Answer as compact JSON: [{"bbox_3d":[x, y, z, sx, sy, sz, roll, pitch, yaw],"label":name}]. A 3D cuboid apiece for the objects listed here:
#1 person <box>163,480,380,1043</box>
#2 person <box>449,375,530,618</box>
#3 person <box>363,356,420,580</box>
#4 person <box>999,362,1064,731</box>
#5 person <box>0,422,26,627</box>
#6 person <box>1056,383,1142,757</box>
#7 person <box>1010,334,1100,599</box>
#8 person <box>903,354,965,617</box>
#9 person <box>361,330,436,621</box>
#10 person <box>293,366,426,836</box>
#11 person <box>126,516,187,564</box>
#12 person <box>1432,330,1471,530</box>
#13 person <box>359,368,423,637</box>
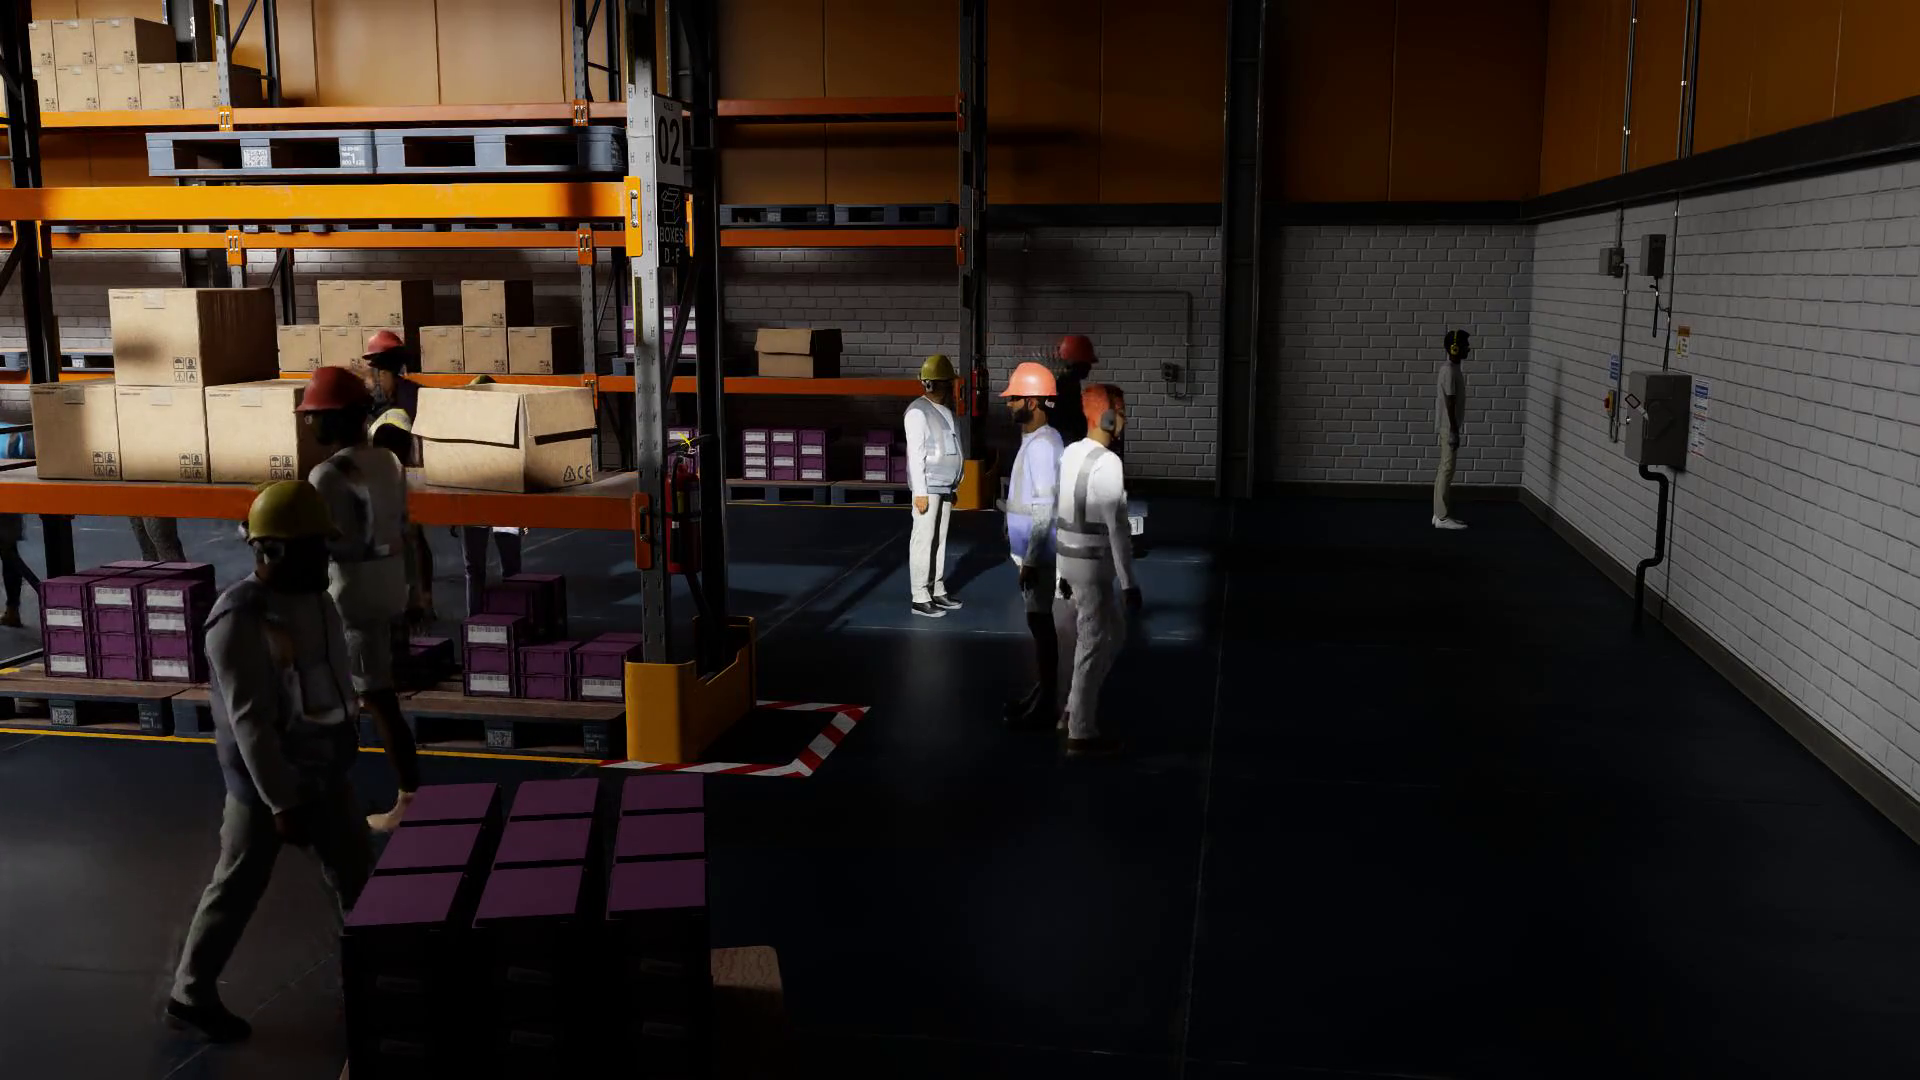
[{"bbox_3d":[-2.079,0.704,5.135,0.949,1.787,0.593,2,9,12],"label":"person"},{"bbox_3d":[-2.977,-0.158,10.516,0.525,1.769,0.312,-3,10,-19],"label":"person"},{"bbox_3d":[-4.392,-0.612,12.875,0.426,1.922,0.542,-2,9,-15],"label":"person"},{"bbox_3d":[0.382,0.037,8.768,0.360,1.939,0.543,1,9,4],"label":"person"},{"bbox_3d":[-6.679,-0.255,11.377,0.704,1.668,0.551,7,12,39],"label":"person"},{"bbox_3d":[0.701,0.160,8.245,0.449,1.873,0.577,-2,9,-13],"label":"person"},{"bbox_3d":[0.728,-0.529,12.221,0.579,1.968,0.612,1,9,5],"label":"person"},{"bbox_3d":[-0.167,-0.389,11.737,0.404,1.835,0.589,4,10,25],"label":"person"},{"bbox_3d":[-3.871,-0.433,11.464,0.563,2.010,0.627,4,10,26],"label":"person"},{"bbox_3d":[-2.664,0.269,7.104,0.915,2.005,0.661,1,9,7],"label":"person"},{"bbox_3d":[-5.486,-0.362,11.244,0.627,1.941,0.371,7,12,38],"label":"person"},{"bbox_3d":[4.641,-1.038,15.654,0.328,1.872,0.513,2,9,11],"label":"person"},{"bbox_3d":[-3.490,-0.134,10.186,0.430,1.836,0.620,-4,10,-21],"label":"person"}]
